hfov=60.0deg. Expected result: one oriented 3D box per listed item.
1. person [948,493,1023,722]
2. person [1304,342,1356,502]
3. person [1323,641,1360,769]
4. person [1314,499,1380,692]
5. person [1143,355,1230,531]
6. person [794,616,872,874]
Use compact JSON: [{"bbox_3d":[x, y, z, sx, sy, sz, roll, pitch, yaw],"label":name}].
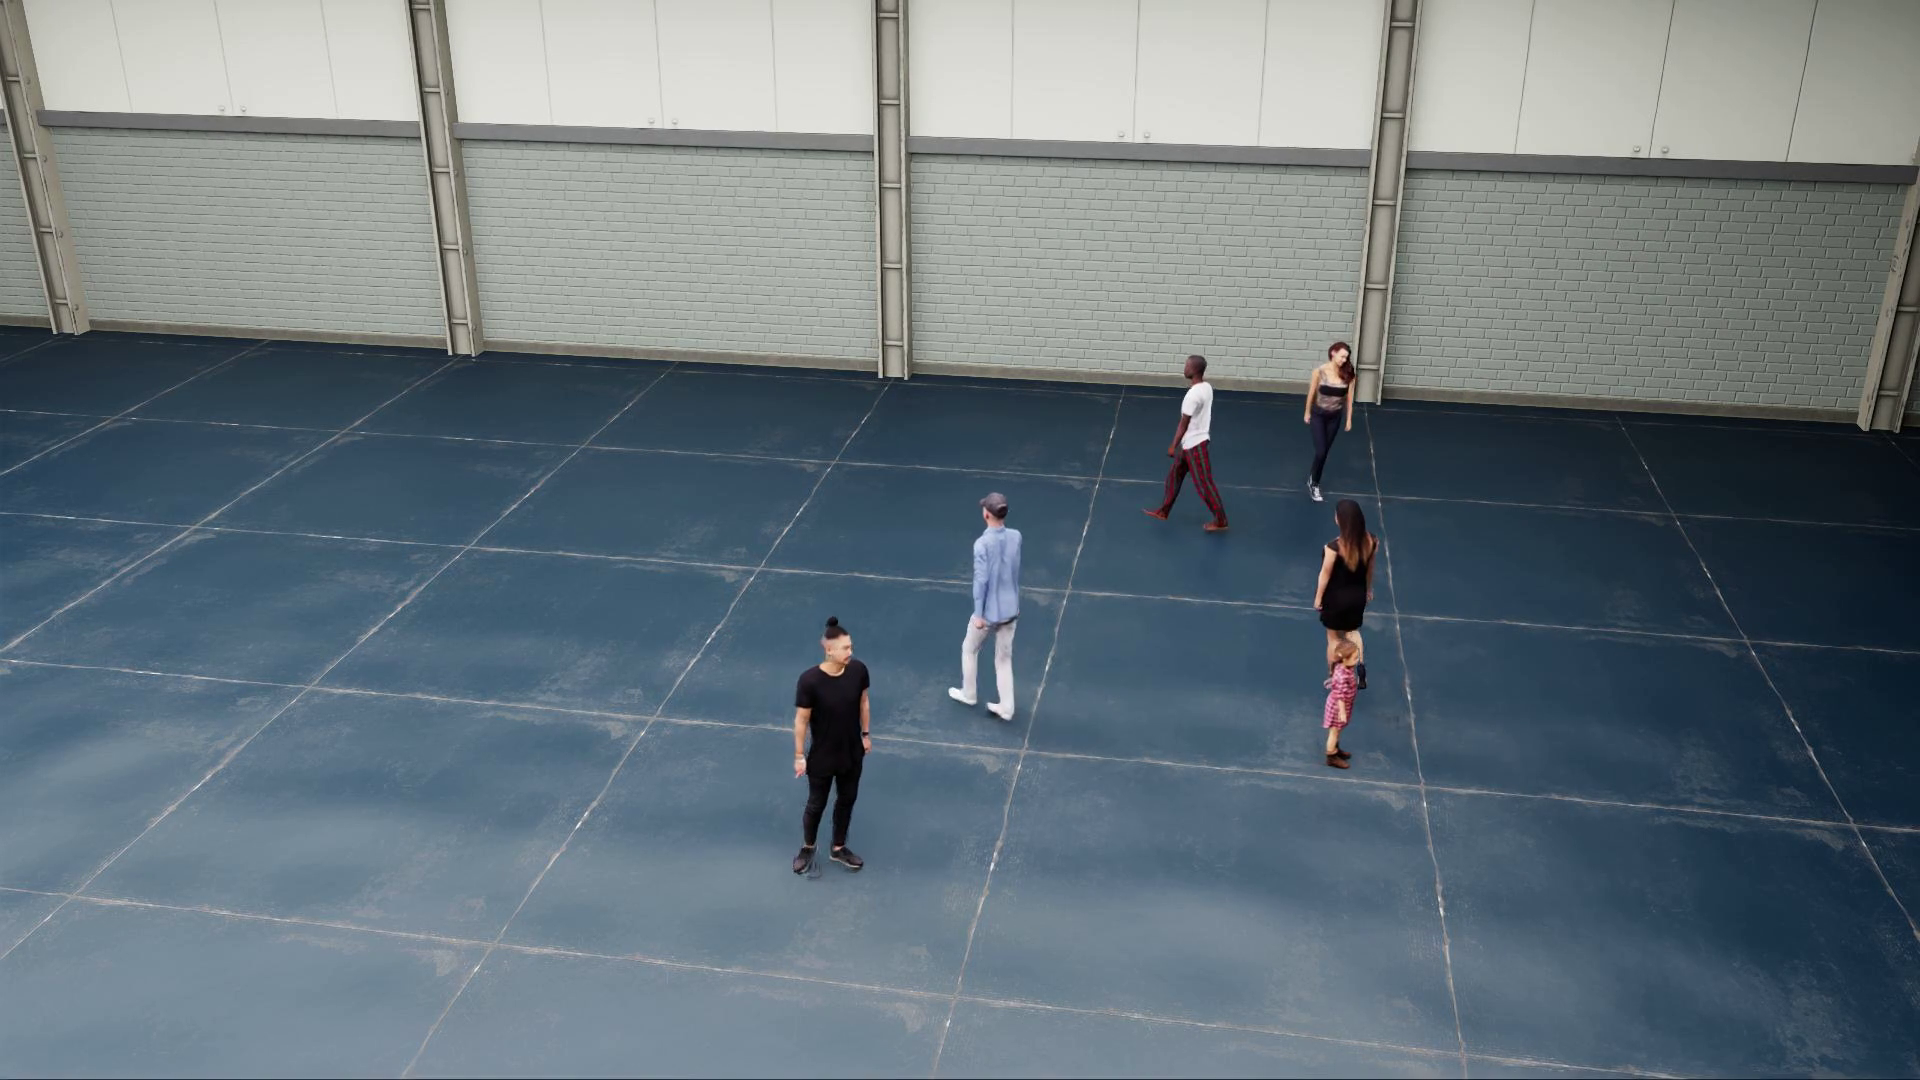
[{"bbox_3d":[0.325,0.563,12.996,0.940,1.870,1.005,-17,28,-34],"label":"person"},{"bbox_3d":[3.816,-1.283,17.523,0.857,1.723,0.800,1,23,2],"label":"person"},{"bbox_3d":[2.861,1.221,12.532,0.459,1.021,0.451,7,24,16],"label":"person"},{"bbox_3d":[3.135,0.509,13.334,0.851,1.703,0.913,-10,25,-21],"label":"person"},{"bbox_3d":[2.420,-0.913,16.572,1.185,1.787,0.802,9,24,19],"label":"person"},{"bbox_3d":[-0.882,1.367,11.115,0.833,1.862,0.903,-10,25,-22],"label":"person"}]
